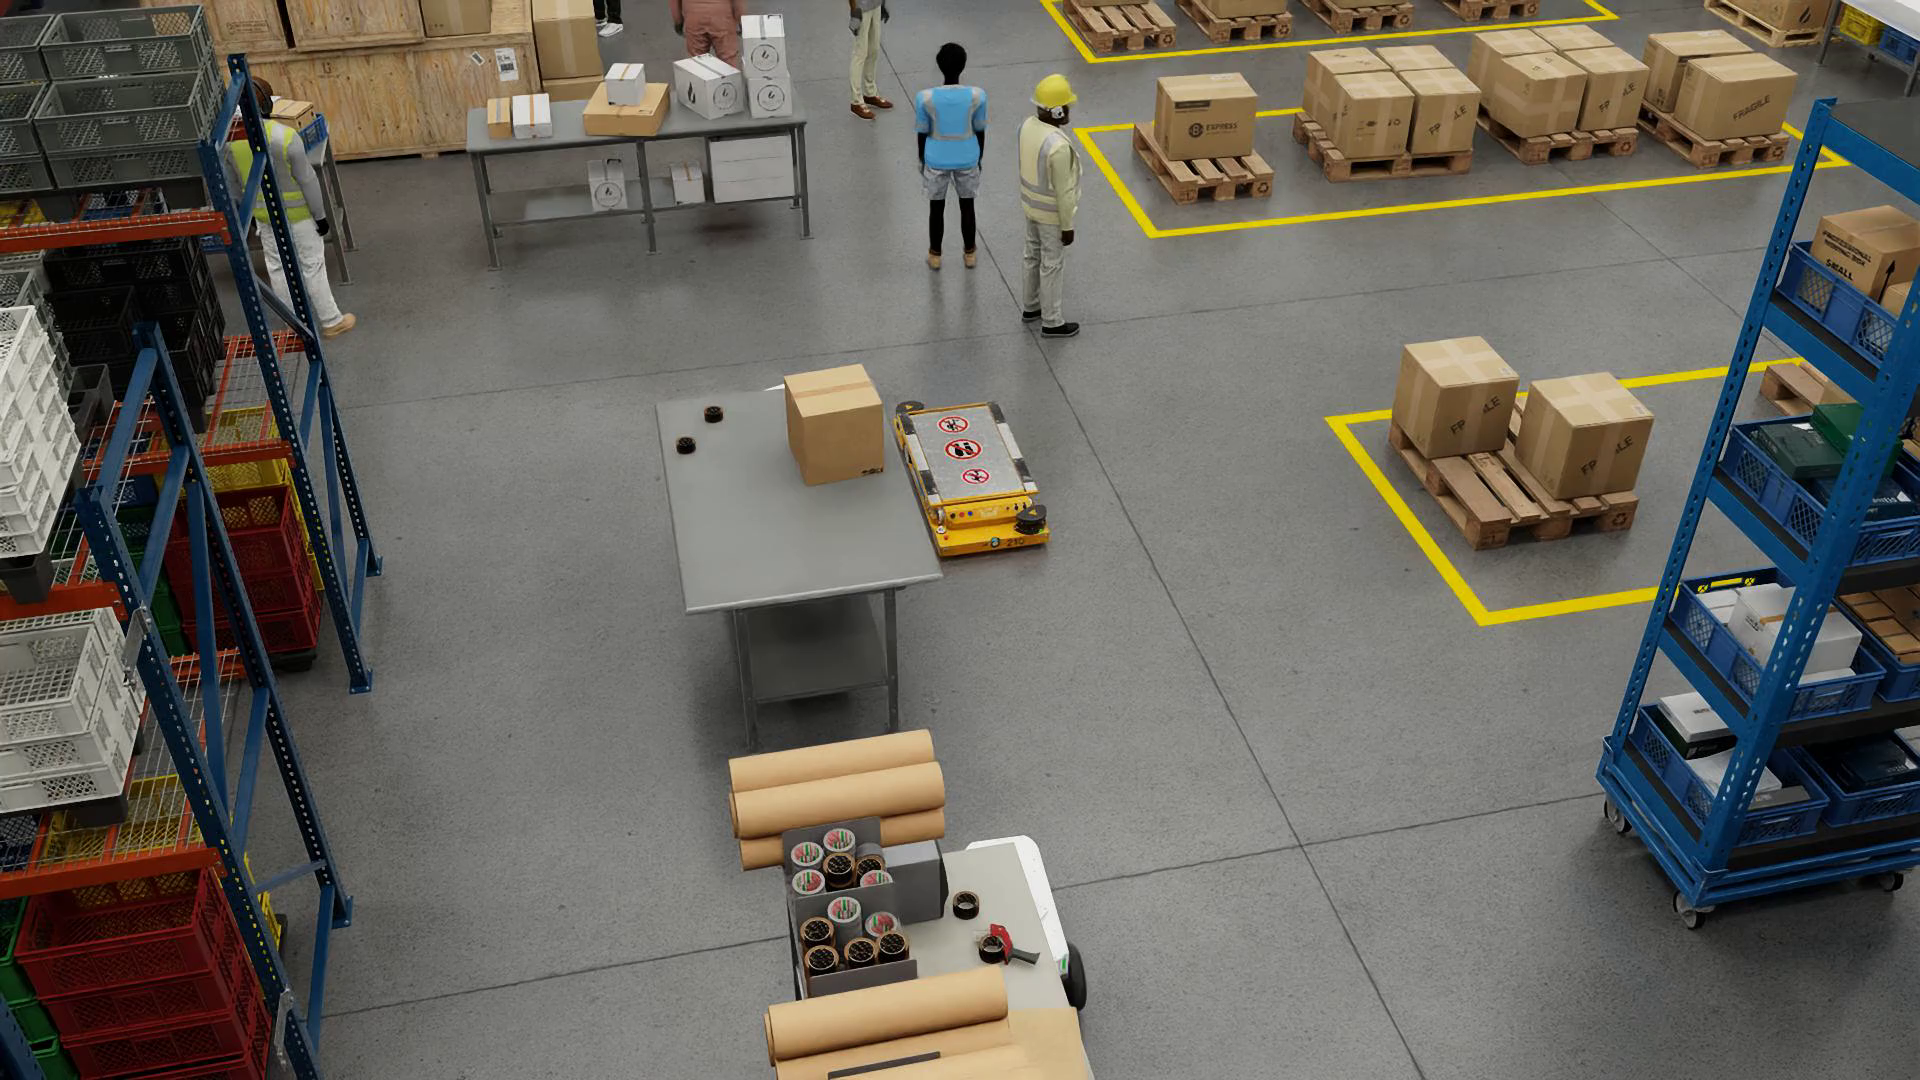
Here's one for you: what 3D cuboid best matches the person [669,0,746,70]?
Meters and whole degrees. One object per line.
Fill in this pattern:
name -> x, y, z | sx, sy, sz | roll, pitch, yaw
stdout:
person -> -2.138, -4.468, 14.187 | 0.651, 1.900, 0.401 | 3, 37, 4

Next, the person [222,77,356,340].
person -> -4.546, -2.218, 11.206 | 0.624, 1.844, 0.429 | 6, 37, 8

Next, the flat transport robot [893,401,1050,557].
flat transport robot -> 0.046, -0.430, 10.108 | 0.652, 0.197, 1.431 | -8, 37, -10

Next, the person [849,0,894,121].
person -> -0.788, -4.602, 14.390 | 0.313, 1.864, 0.530 | 20, 41, 25

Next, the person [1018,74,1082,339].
person -> 0.614, -2.251, 11.254 | 0.404, 1.836, 0.590 | -17, 40, -21

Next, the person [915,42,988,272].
person -> -0.060, -2.757, 12.056 | 0.528, 1.690, 0.318 | -4, 37, -5

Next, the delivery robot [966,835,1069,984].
delivery robot -> 0.228, 1.590, 7.082 | 0.477, 0.478, 0.707 | -6, 37, -8

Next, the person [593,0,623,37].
person -> -3.538, -5.865, 16.047 | 0.589, 1.915, 0.393 | 29, 45, 33
